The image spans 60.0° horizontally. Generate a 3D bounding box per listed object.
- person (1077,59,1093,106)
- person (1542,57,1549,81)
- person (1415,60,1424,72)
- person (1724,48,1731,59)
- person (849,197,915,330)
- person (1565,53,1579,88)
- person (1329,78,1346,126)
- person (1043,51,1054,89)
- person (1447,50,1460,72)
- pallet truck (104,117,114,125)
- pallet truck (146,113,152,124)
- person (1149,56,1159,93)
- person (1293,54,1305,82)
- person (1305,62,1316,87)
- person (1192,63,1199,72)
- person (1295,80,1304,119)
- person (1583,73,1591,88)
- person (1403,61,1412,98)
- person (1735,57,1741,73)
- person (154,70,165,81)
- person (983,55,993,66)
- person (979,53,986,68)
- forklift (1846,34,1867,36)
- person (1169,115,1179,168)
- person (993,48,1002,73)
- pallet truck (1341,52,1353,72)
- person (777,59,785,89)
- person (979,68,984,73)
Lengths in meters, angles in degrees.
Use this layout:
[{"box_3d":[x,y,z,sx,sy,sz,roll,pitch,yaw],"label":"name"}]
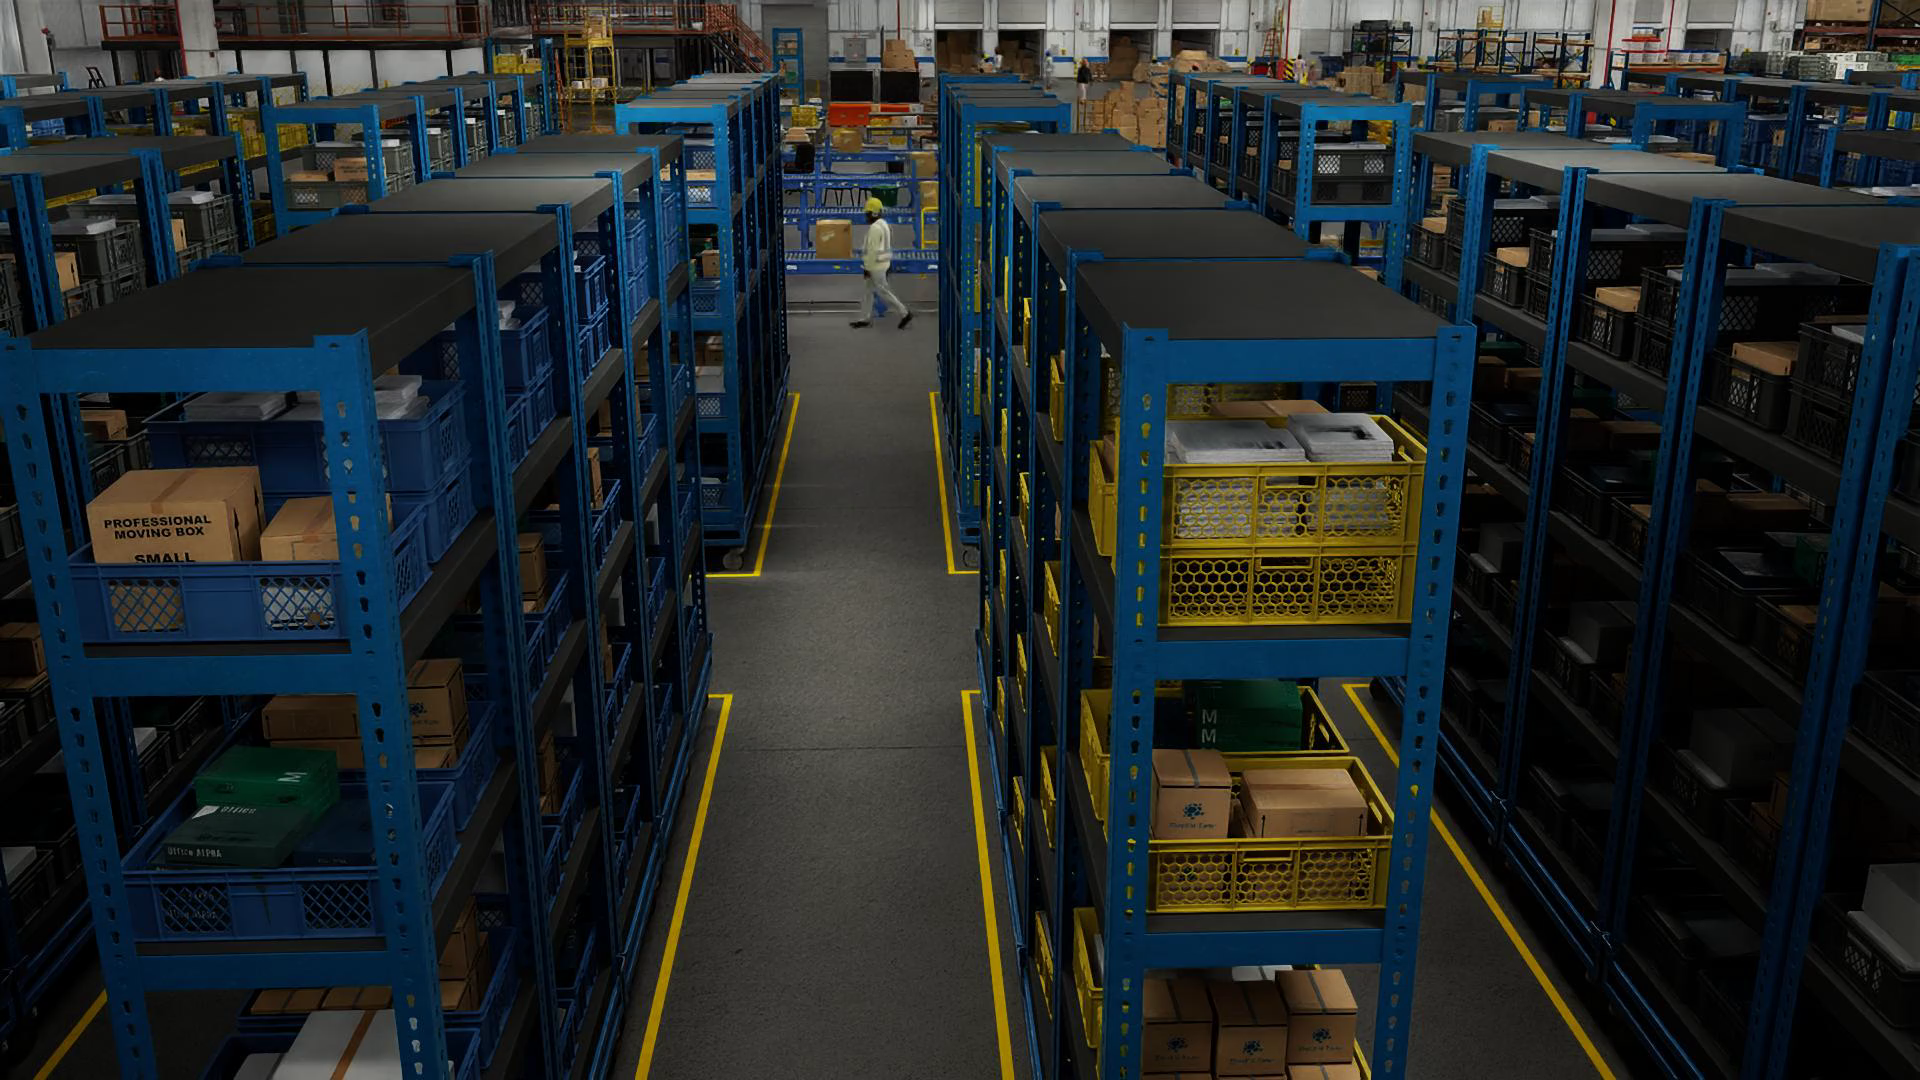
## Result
[{"box_3d":[5.435,-19.900,72.347,0.629,1.938,1.027,-8,19,-23],"label":"person"},{"box_3d":[27.855,-21.997,79.026,0.512,1.828,0.785,-17,24,-42],"label":"person"},{"box_3d":[20.166,-20.090,73.028,0.561,1.892,0.606,9,20,27],"label":"person"},{"box_3d":[41.566,-25.690,90.293,0.368,1.932,0.622,0,18,1],"label":"person"},{"box_3d":[-1.062,-3.752,22.616,0.860,1.805,0.600,0,18,1],"label":"person"},{"box_3d":[30.505,-23.275,82.867,0.452,1.896,0.679,-12,21,-32],"label":"person"},{"box_3d":[12.954,-14.845,56.852,0.623,1.857,0.531,1,18,2],"label":"person"},{"box_3d":[4.511,-24.330,86.074,0.662,1.923,0.642,15,24,40],"label":"person"},{"box_3d":[26.110,-24.915,87.982,0.554,1.881,0.983,-10,20,-27],"label":"person"},{"box_3d":[-18.367,-7.885,35.078,1.885,1.965,0.823,1,18,2],"label":"pallet truck"},{"box_3d":[-18.087,-8.309,36.390,1.885,1.965,0.823,-1,18,-4],"label":"pallet truck"},{"box_3d":[9.634,-23.122,82.636,0.485,1.744,0.295,4,18,11],"label":"person"},{"box_3d":[16.898,-23.264,82.919,0.625,1.844,0.429,7,19,21],"label":"person"},{"box_3d":[16.125,-21.055,76.278,0.921,1.723,0.519,-5,19,-15],"label":"person"},{"box_3d":[9.281,-17.802,65.709,0.605,2.033,0.392,5,19,16],"label":"person"},{"box_3d":[11.447,-14.621,56.231,0.599,1.811,0.668,1,18,4],"label":"person"},{"box_3d":[24.290,-17.175,64.329,0.319,1.686,0.534,-8,19,-23],"label":"person"},{"box_3d":[20.957,-21.572,77.914,0.540,1.695,0.317,-9,20,-25],"label":"person"},{"box_3d":[35.976,-21.422,77.141,0.583,1.883,0.985,1,18,2],"label":"person"},{"box_3d":[-30.078,-16.722,62.604,0.341,1.882,0.587,0,18,1],"label":"person"},{"box_3d":[1.293,-22.347,79.959,0.585,1.917,0.382,14,22,36],"label":"person"},{"box_3d":[1.105,-23.309,82.961,0.923,1.911,0.638,-8,20,-24],"label":"person"},{"box_3d":[44.079,-23.555,82.154,1.129,2.768,1.873,-1,18,-3],"label":"forklift"},{"box_3d":[5.113,-9.350,40.014,0.364,1.755,0.532,-3,18,-9],"label":"person"},{"box_3d":[1.972,-25.867,90.861,0.673,1.914,0.548,14,22,36],"label":"person"},{"box_3d":[18.794,-23.123,82.231,0.823,1.965,1.885,-13,22,-35],"label":"pallet truck"},{"box_3d":[-8.762,-22.751,81.355,0.431,1.836,0.619,-6,19,-17],"label":"person"},{"box_3d":[0.838,-17.449,64.890,0.507,1.865,0.329,-12,21,-32],"label":"person"}]
